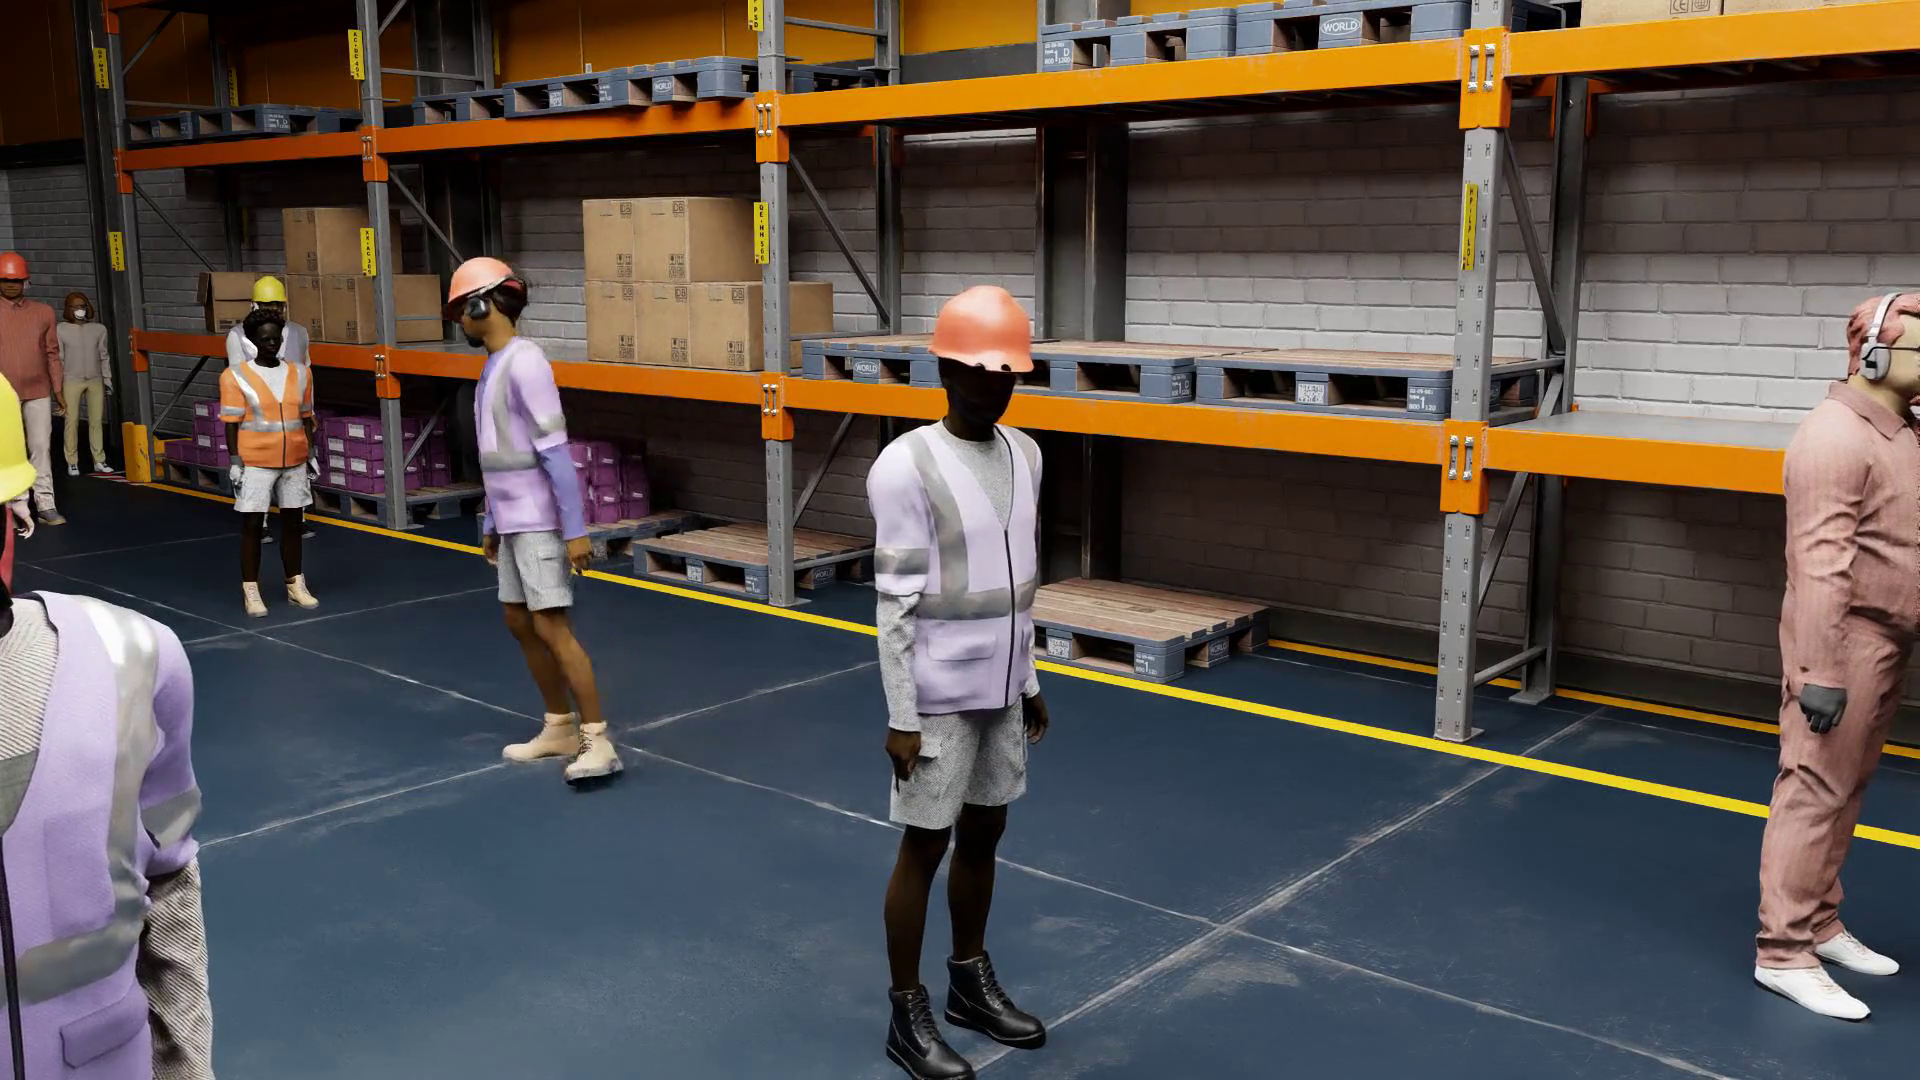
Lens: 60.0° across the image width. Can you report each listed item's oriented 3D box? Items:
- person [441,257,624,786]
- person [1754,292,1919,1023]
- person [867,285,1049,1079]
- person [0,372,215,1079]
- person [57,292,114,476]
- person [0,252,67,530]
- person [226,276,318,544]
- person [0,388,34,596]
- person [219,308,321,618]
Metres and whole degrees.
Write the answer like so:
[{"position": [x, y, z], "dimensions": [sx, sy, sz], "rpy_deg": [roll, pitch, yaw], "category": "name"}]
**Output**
[{"position": [-1.635, -0.072, 6.342], "dimensions": [0.520, 1.989, 0.731], "rpy_deg": [-6, 12, -31], "category": "person"}, {"position": [2.418, 0.300, 4.456], "dimensions": [0.400, 1.907, 0.645], "rpy_deg": [9, 13, 41], "category": "person"}, {"position": [0.033, 0.355, 4.058], "dimensions": [0.374, 1.934, 0.549], "rpy_deg": [9, 13, 41], "category": "person"}, {"position": [-1.182, 0.715, 2.034], "dimensions": [0.386, 1.926, 0.591], "rpy_deg": [9, 13, 41], "category": "person"}, {"position": [-7.849, -1.397, 14.893], "dimensions": [0.271, 1.632, 0.503], "rpy_deg": [9, 13, 41], "category": "person"}, {"position": [-6.781, -1.070, 12.008], "dimensions": [0.393, 1.990, 0.616], "rpy_deg": [9, 13, 41], "category": "person"}, {"position": [-4.721, -0.898, 11.484], "dimensions": [0.403, 1.831, 0.595], "rpy_deg": [9, 13, 41], "category": "person"}, {"position": [-4.312, -0.116, 7.229], "dimensions": [0.327, 1.765, 0.528], "rpy_deg": [9, 13, 41], "category": "person"}, {"position": [-3.803, -0.430, 9.206], "dimensions": [0.320, 1.695, 0.538], "rpy_deg": [9, 13, 41], "category": "person"}]
